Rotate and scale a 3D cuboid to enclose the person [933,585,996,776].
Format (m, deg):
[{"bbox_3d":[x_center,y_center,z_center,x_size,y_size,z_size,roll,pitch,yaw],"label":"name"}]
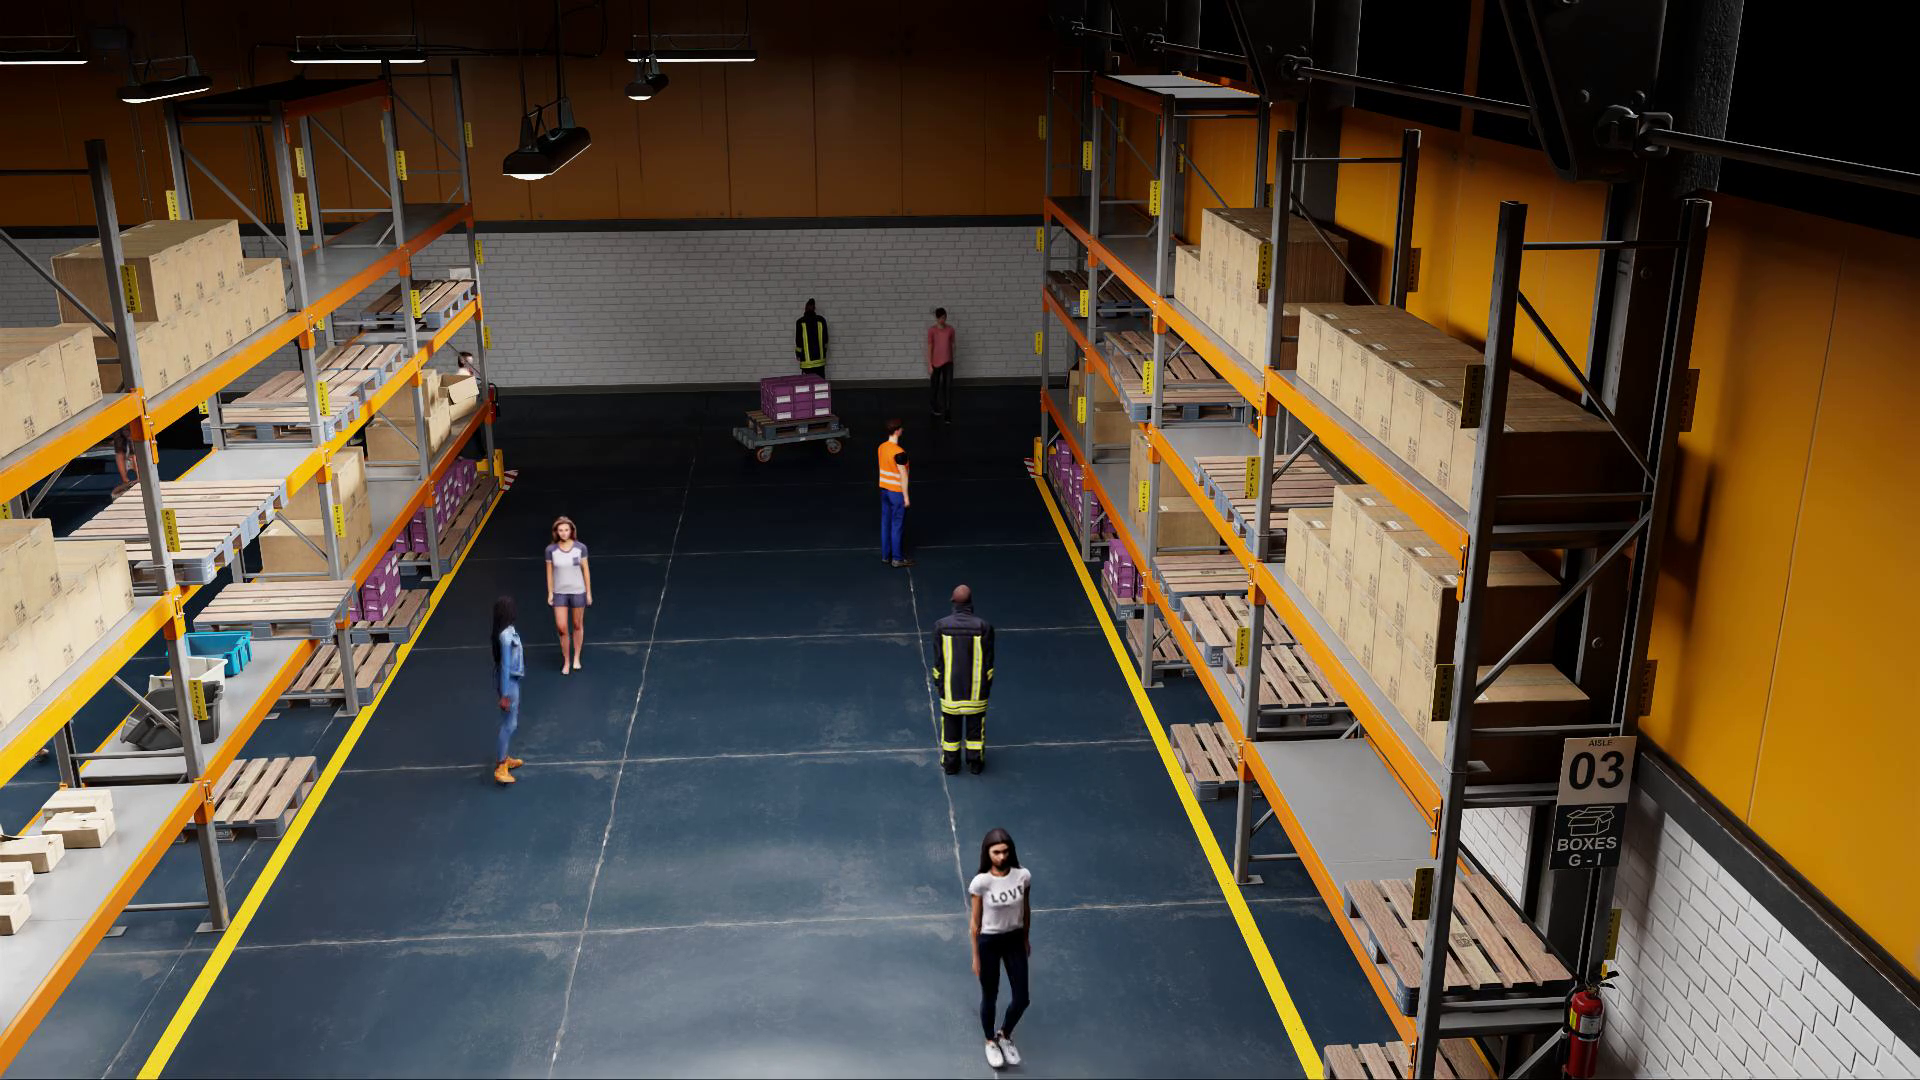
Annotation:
[{"bbox_3d":[0.043,1.272,15.306,0.783,1.822,0.734,2,19,6],"label":"person"}]

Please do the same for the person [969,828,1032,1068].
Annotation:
[{"bbox_3d":[0.233,2.700,11.155,0.667,1.764,0.656,-6,20,-18],"label":"person"}]

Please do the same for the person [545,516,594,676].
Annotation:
[{"bbox_3d":[-4.142,0.541,17.634,0.659,1.720,0.681,-4,19,-12],"label":"person"}]

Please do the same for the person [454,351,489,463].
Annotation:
[{"bbox_3d":[-7.492,-1.941,24.948,0.802,1.756,0.815,-2,19,-7],"label":"person"}]

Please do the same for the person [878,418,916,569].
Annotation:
[{"bbox_3d":[-0.830,-0.601,20.763,0.851,1.888,0.755,-14,23,-35],"label":"person"}]

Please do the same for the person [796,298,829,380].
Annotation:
[{"bbox_3d":[-2.559,-3.265,28.716,0.837,1.860,0.815,-8,20,-23],"label":"person"}]

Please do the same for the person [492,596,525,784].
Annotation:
[{"bbox_3d":[-4.189,1.372,15.224,0.906,1.683,0.619,-1,19,-3],"label":"person"}]

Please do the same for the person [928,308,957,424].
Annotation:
[{"bbox_3d":[-0.322,-2.921,27.651,0.716,1.889,1.271,-4,19,-10],"label":"person"}]
